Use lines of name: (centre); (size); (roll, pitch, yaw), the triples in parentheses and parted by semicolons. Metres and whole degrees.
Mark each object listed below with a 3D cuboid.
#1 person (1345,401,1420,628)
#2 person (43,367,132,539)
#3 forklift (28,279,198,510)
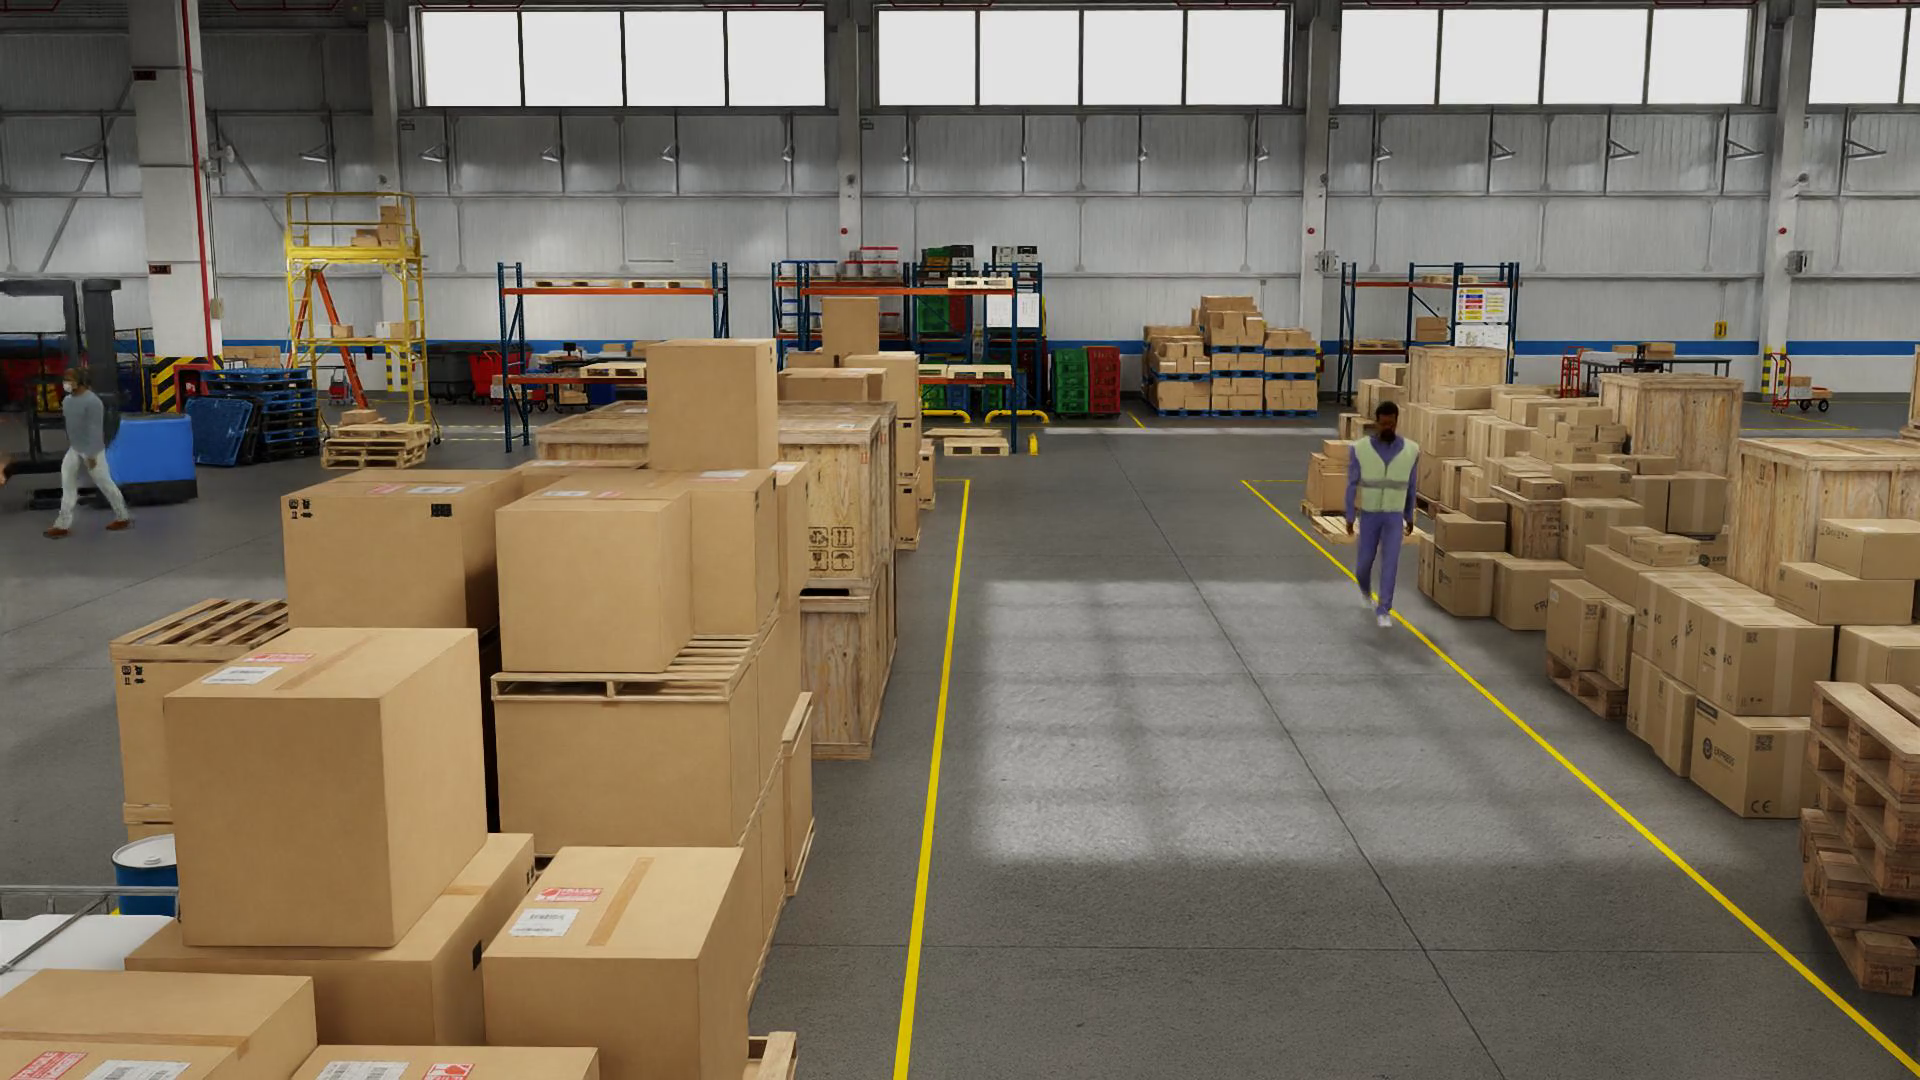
person: (3.561, -0.253, 14.120); (0.604, 1.893, 0.799); (1, 10, 6)
person: (-9.719, -0.979, 18.486); (0.648, 1.890, 1.014); (5, 11, 27)
forklift: (-10.660, -1.862, 20.791); (1.873, 2.768, 1.129); (-4, 10, -25)
